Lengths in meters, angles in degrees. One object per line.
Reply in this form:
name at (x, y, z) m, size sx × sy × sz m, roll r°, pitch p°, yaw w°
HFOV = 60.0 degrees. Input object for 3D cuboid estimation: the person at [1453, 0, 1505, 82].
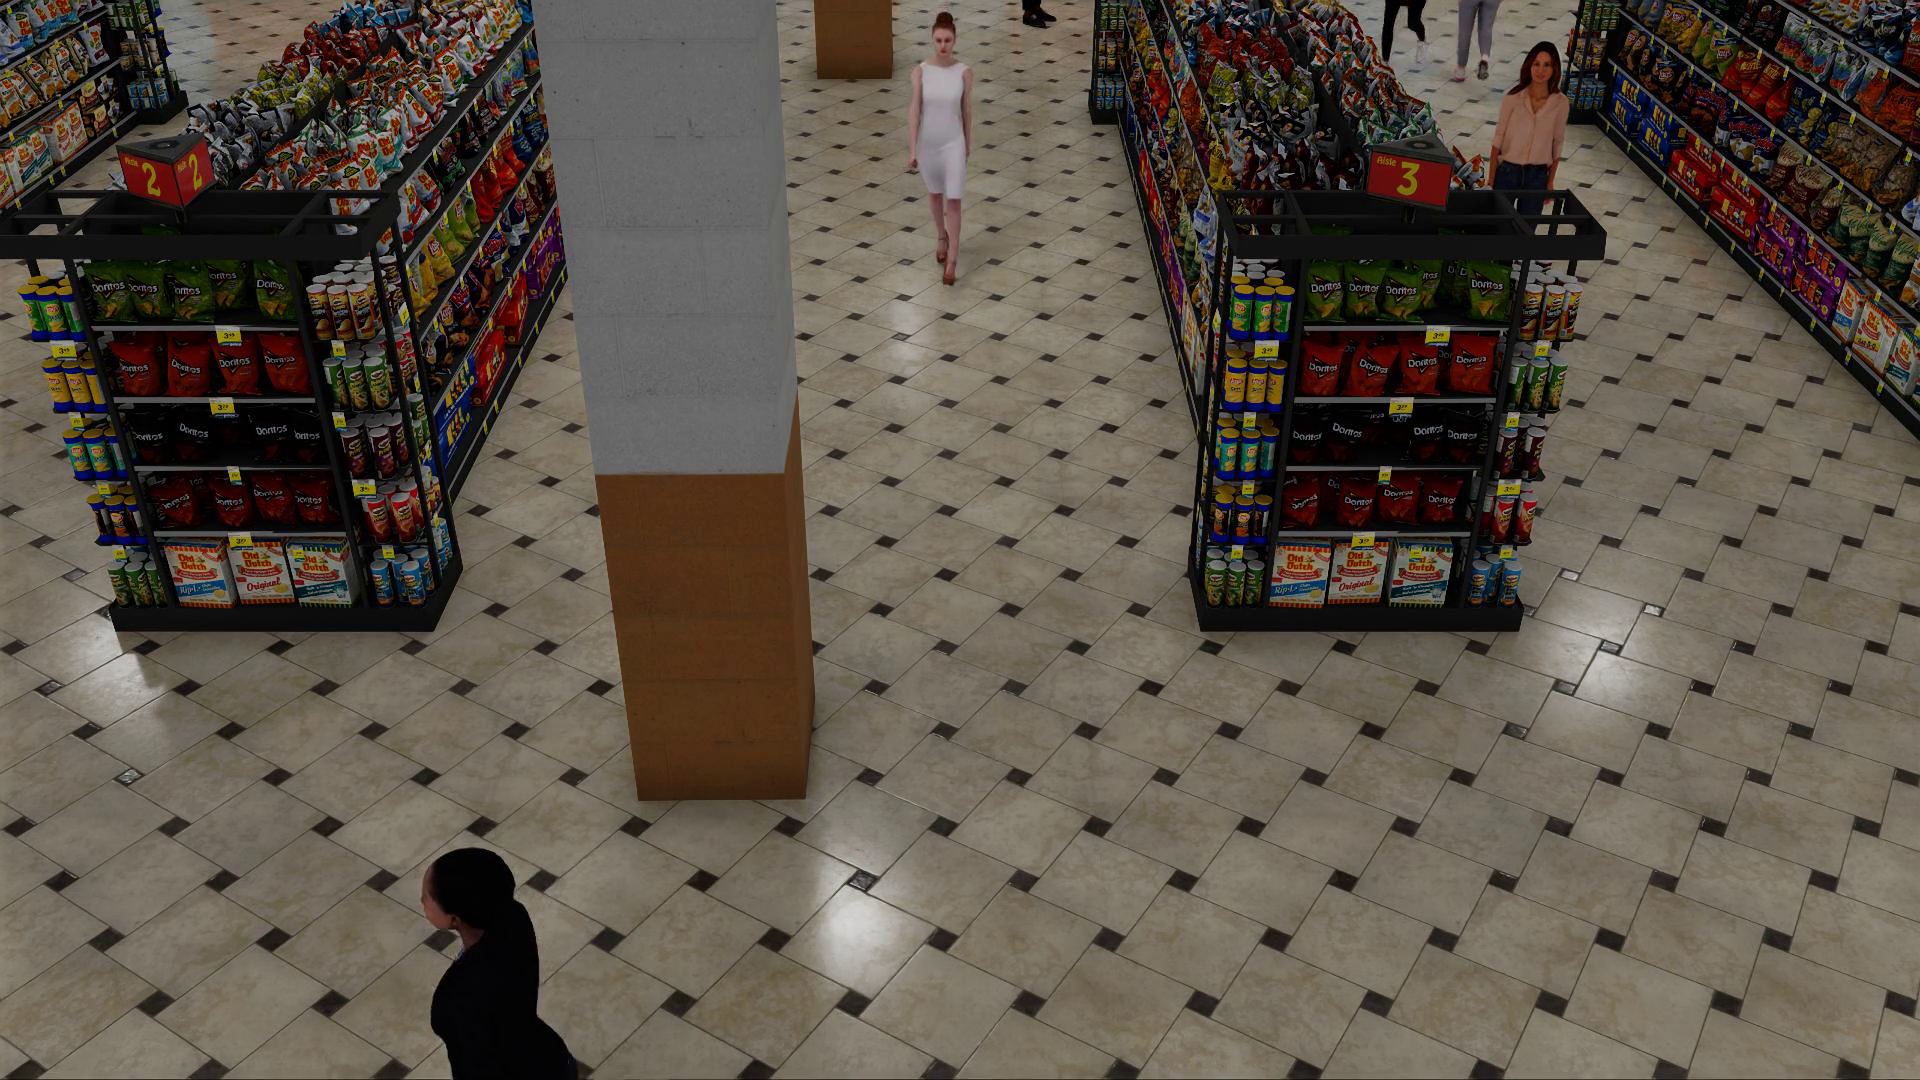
person at (4.716, -4.905, 14.996) m, size 0.581 × 1.596 × 0.828 m, roll 1°, pitch 32°, yaw 2°

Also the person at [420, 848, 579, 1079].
person at (-1.069, 1.554, 4.437) m, size 0.785 × 1.784 × 1.102 m, roll 3°, pitch 32°, yaw 5°

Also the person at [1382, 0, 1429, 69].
person at (4.123, -5.061, 15.067) m, size 0.917 × 1.786 × 1.007 m, roll 25°, pitch 40°, yaw 34°

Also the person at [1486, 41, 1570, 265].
person at (3.566, -2.282, 10.594) m, size 0.636 × 1.792 × 0.598 m, roll 7°, pitch 33°, yaw 12°

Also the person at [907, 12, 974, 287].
person at (-0.131, -2.655, 11.223) m, size 0.589 × 1.762 × 0.994 m, roll 2°, pitch 32°, yaw 2°

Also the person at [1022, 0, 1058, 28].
person at (0.798, -6.156, 16.795) m, size 0.810 × 1.819 × 0.682 m, roll 17°, pitch 36°, yaw 25°
